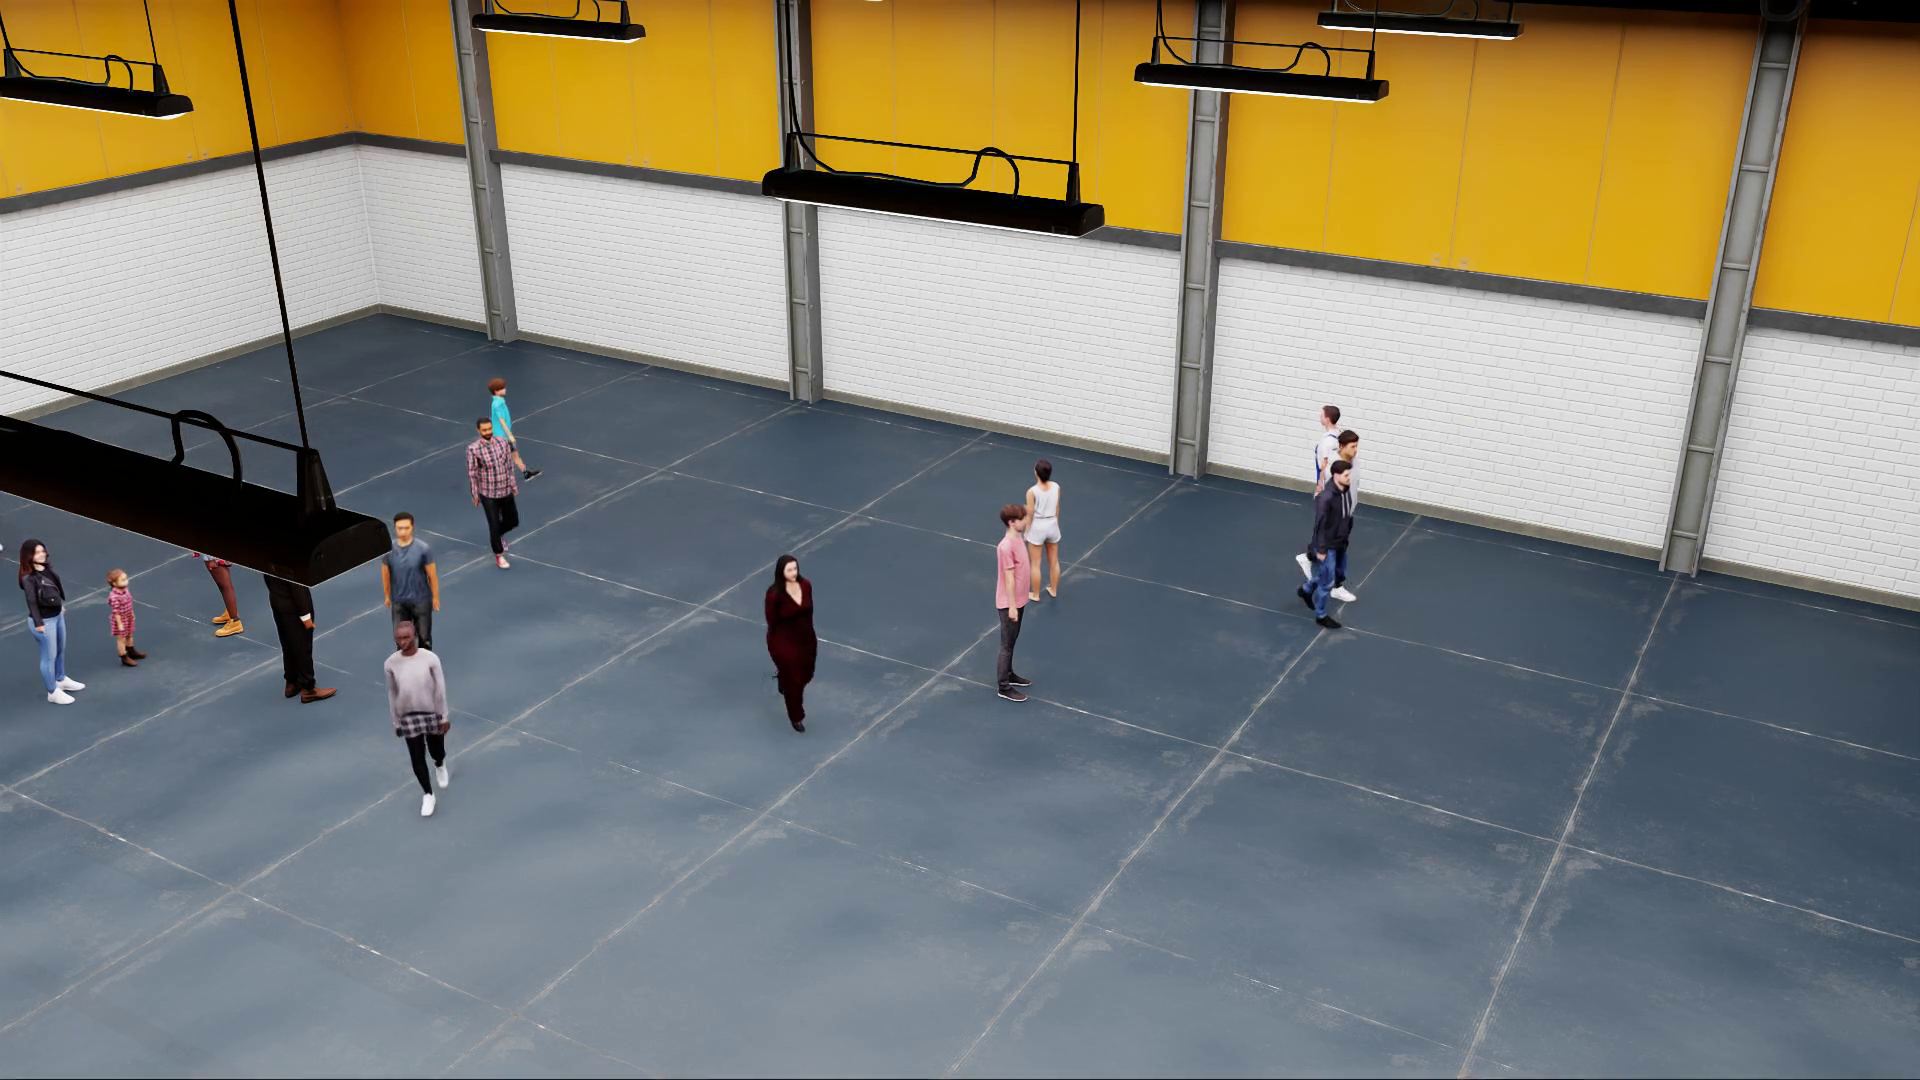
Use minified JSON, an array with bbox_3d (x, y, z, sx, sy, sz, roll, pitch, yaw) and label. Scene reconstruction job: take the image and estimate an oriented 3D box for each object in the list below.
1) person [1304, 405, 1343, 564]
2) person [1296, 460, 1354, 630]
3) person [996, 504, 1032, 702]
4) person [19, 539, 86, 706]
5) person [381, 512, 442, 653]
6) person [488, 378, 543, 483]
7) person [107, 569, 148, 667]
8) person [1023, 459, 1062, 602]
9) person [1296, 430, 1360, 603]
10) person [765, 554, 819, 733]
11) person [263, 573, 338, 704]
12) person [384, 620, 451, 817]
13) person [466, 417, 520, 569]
[{"bbox_3d":[4.146,-0.644,18.759,0.560,1.849,0.617,13,27,27],"label":"person"},{"bbox_3d":[3.754,0.010,17.234,0.898,1.872,0.790,19,30,37],"label":"person"},{"bbox_3d":[0.484,0.565,15.855,0.662,1.958,0.686,4,24,10],"label":"person"},{"bbox_3d":[-8.688,0.753,15.835,0.740,1.631,0.721,-1,24,-3],"label":"person"},{"bbox_3d":[-5.306,0.533,16.124,0.781,1.802,0.862,-3,24,-8],"label":"person"},{"bbox_3d":[-5.820,-1.313,20.829,0.984,1.416,0.857,-3,24,-6],"label":"person"},{"bbox_3d":[-8.352,0.759,16.583,0.534,1.020,0.495,2,24,4],"label":"person"},{"bbox_3d":[0.894,-0.109,17.844,0.670,1.600,0.708,-11,26,-23],"label":"person"},{"bbox_3d":[3.989,-0.297,17.890,1.115,1.909,0.852,21,31,39],"label":"person"},{"bbox_3d":[-1.604,0.914,15.328,0.822,1.742,0.967,-19,30,-37],"label":"person"},{"bbox_3d":[-6.348,0.631,15.773,0.604,1.904,0.805,18,30,36],"label":"person"},{"bbox_3d":[-4.551,1.448,14.080,0.880,1.763,0.926,-4,24,-9],"label":"person"},{"bbox_3d":[-5.258,-0.574,18.724,0.853,1.747,0.932,-18,29,-35],"label":"person"}]
